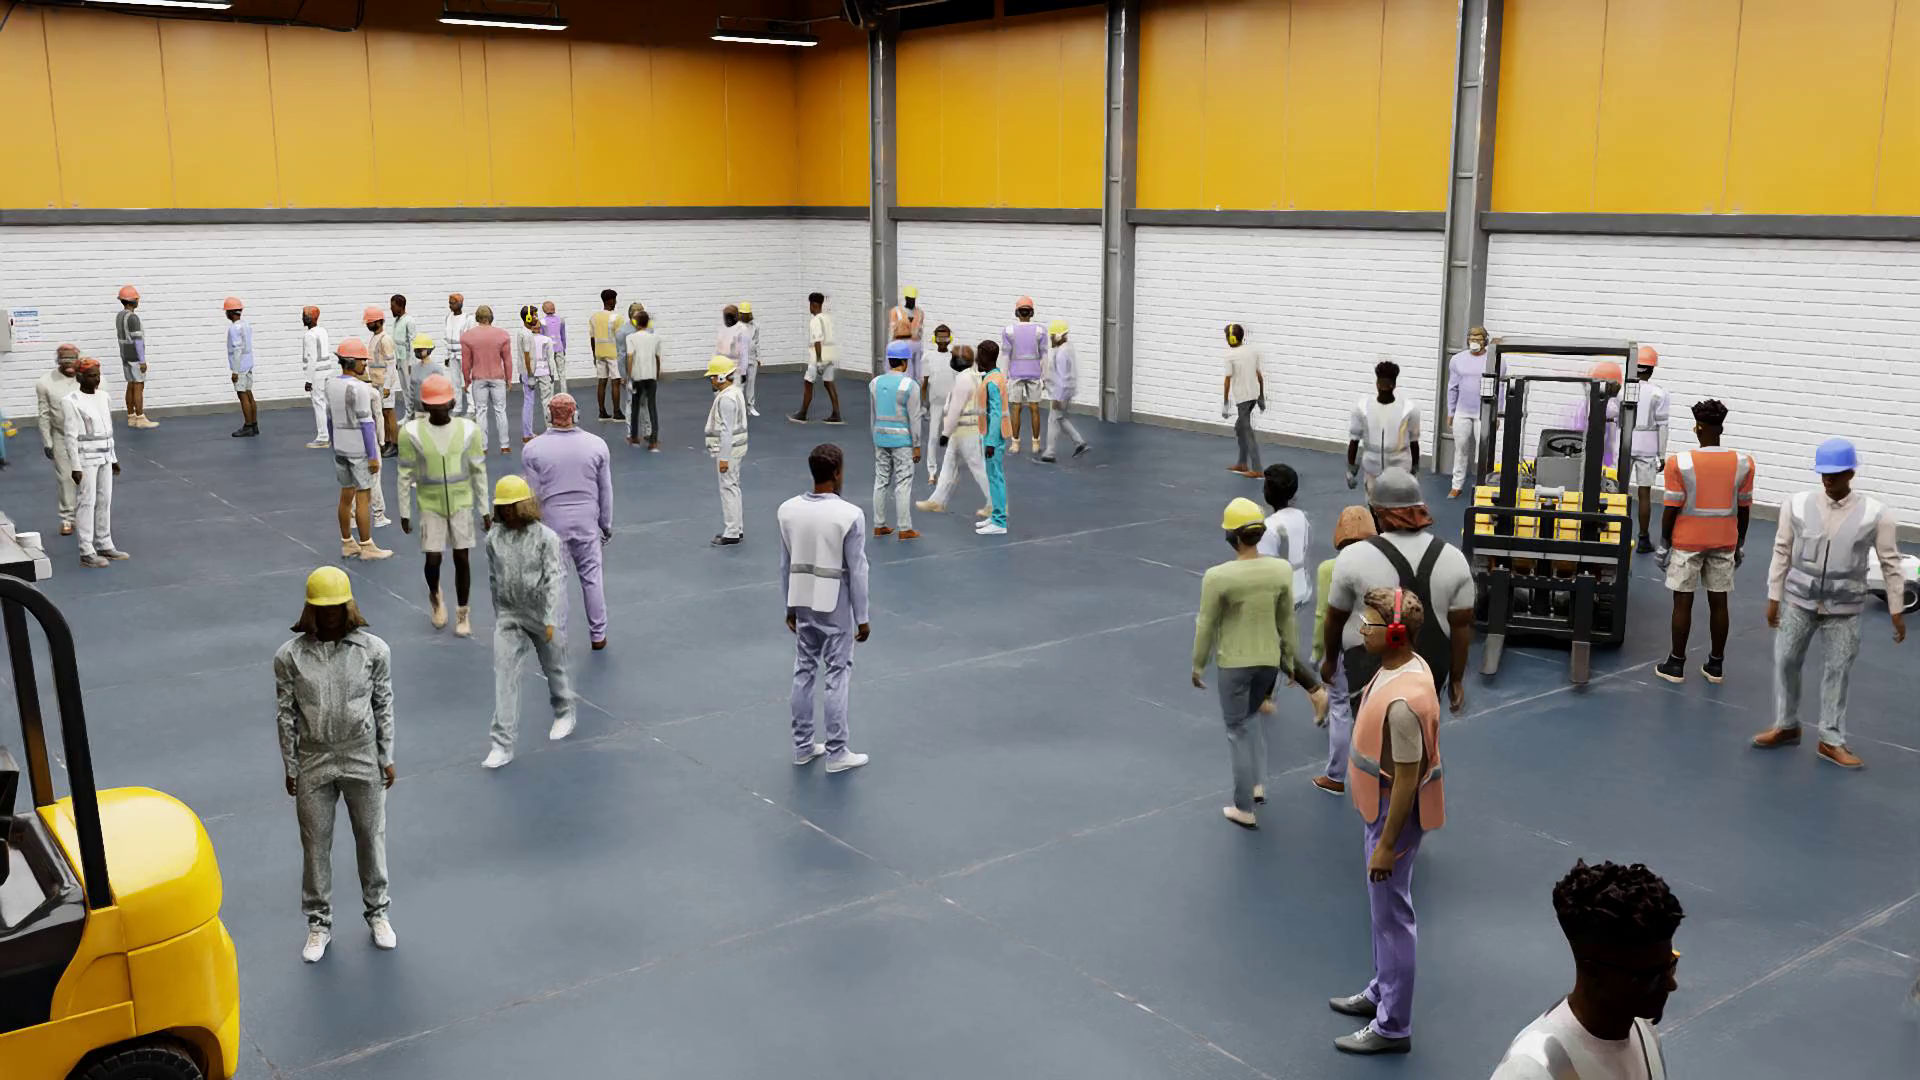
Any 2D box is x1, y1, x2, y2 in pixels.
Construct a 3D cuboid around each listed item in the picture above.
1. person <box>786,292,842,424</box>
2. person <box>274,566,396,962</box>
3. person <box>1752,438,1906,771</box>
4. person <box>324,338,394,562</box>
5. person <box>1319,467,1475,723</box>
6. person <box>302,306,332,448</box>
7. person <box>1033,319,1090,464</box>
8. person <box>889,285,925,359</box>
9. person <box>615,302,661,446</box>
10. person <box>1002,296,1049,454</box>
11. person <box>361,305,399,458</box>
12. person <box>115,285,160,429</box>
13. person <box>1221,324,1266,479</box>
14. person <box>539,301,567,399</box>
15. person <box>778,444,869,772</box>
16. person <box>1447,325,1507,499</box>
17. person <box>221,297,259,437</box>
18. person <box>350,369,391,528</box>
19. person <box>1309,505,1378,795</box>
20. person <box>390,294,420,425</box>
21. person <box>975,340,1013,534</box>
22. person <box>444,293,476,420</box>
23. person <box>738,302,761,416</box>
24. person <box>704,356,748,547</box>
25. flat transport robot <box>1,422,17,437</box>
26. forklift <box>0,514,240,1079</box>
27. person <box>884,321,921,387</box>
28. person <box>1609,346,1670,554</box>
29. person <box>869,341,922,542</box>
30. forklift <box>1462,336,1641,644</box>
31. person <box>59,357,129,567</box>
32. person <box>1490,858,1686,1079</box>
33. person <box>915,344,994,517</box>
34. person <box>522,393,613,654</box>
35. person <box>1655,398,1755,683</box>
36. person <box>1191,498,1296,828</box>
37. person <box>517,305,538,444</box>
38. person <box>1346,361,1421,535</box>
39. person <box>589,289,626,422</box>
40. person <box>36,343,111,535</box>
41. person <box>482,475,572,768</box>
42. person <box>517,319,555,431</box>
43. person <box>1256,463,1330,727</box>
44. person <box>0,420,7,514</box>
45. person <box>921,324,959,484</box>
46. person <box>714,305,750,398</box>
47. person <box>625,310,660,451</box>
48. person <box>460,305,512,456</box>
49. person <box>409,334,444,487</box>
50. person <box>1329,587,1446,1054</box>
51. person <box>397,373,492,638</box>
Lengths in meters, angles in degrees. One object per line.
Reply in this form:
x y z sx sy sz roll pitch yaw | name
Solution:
-2.133 -2.652 24.298 0.863 1.923 0.624 4 12 20 | person
-2.716 0.968 7.280 0.485 1.745 0.289 -5 13 -21 | person
5.100 0.370 9.702 0.736 1.943 0.478 8 14 34 | person
-5.515 -0.820 15.201 0.607 2.039 0.395 9 15 37 | person
2.165 0.590 8.384 0.689 2.000 1.036 -2 12 -8 | person
-8.527 -2.159 22.045 0.355 1.883 0.574 0 12 1 | person
1.248 -1.833 20.631 0.617 1.813 0.623 2 12 11 | person
-0.857 -3.113 26.574 0.624 1.911 0.550 -5 13 -24 | person
-4.308 -2.222 22.258 0.391 1.927 0.638 9 15 37 | person
0.839 -2.134 21.542 0.607 2.041 0.377 0 12 -1 | person
-7.393 -2.016 21.216 0.361 1.939 0.543 -9 15 -36 | person
-11.839 -2.620 23.870 0.614 2.047 0.361 10 16 41 | person
3.316 -1.641 19.700 0.515 1.818 0.710 -9 15 -39 | person
-6.604 -3.046 26.924 0.514 1.639 0.314 -10 15 -39 | person
-0.794 0.397 9.640 0.593 1.911 0.383 7 14 32 | person
5.625 -1.379 18.180 0.625 1.931 0.378 8 14 34 | person
-9.993 -2.394 23.048 0.364 1.935 0.553 -1 12 -5 | person
-6.025 -0.990 16.734 0.488 1.746 0.289 -1 12 -5 | person
2.192 0.613 9.266 0.498 1.633 0.279 -3 12 -13 | person
-8.003 -2.593 24.060 0.369 1.914 0.597 -9 15 -37 | person
0.335 -1.019 16.455 0.372 1.916 0.597 0 12 2 | person
-7.462 -2.732 24.813 0.572 1.883 0.355 6 13 25 | person
-3.237 -2.730 25.145 0.489 1.741 0.321 -7 13 -29 | person
-2.228 -0.847 15.873 0.403 1.819 0.601 -1 12 -3 | person
-13.347 -1.422 22.399 0.652 0.197 1.431 -2 12 -8 | flat transport robot
-3.687 1.115 5.480 2.313 2.155 1.214 -9 15 -36 | forklift
-0.785 -2.239 23.133 0.505 1.601 0.801 -2 12 -11 | person
6.330 -0.845 15.564 0.549 1.936 0.377 8 14 34 | person
-0.611 -0.956 16.118 0.604 1.938 0.426 9 15 37 | person
4.683 -0.471 13.136 1.214 2.155 2.313 4 12 20 | forklift
-7.833 -0.708 15.036 0.337 1.882 0.584 2 12 9 | person
1.335 1.619 3.597 0.367 1.967 0.603 10 15 40 | person
0.029 -1.136 17.332 0.964 1.797 0.620 1 12 5 | person
-2.862 -0.119 12.140 0.652 1.906 0.403 -5 13 -23 | person
5.070 0.015 11.364 0.602 1.958 0.369 1 12 3 | person
1.496 0.643 8.824 0.544 1.747 0.465 -4 12 -20 | person
-5.809 -2.231 22.452 0.327 1.862 0.511 -3 12 -16 | person
3.776 -0.665 14.817 0.623 1.907 0.858 6 13 25 | person
-5.184 -2.728 24.589 0.610 1.964 0.366 6 13 28 | person
-8.703 -0.990 16.380 0.635 1.900 0.397 -6 13 -25 | person
-2.593 0.447 9.912 0.489 1.697 0.904 1 12 7 | person
-5.958 -2.309 23.392 0.513 1.630 0.318 -2 12 -9 | person
2.064 0.359 10.408 0.698 1.677 0.538 8 14 36 | person
-9.382 -0.748 15.858 0.415 1.622 0.519 4 12 19 | person
-0.191 -1.568 19.255 0.512 1.862 0.322 0 12 -1 | person
-3.189 -2.386 23.326 0.664 1.815 0.458 10 15 39 | person
-4.206 -2.115 21.980 0.500 1.811 0.963 -6 13 -28 | person
-6.063 -2.041 21.351 0.629 1.935 0.371 -3 12 -15 | person
-6.079 -1.465 18.970 0.525 1.772 0.305 7 14 30 | person
1.681 1.087 6.465 0.390 1.842 0.565 2 12 10 | person
-3.871 -0.253 12.508 0.650 2.019 0.491 -5 13 -21 | person
